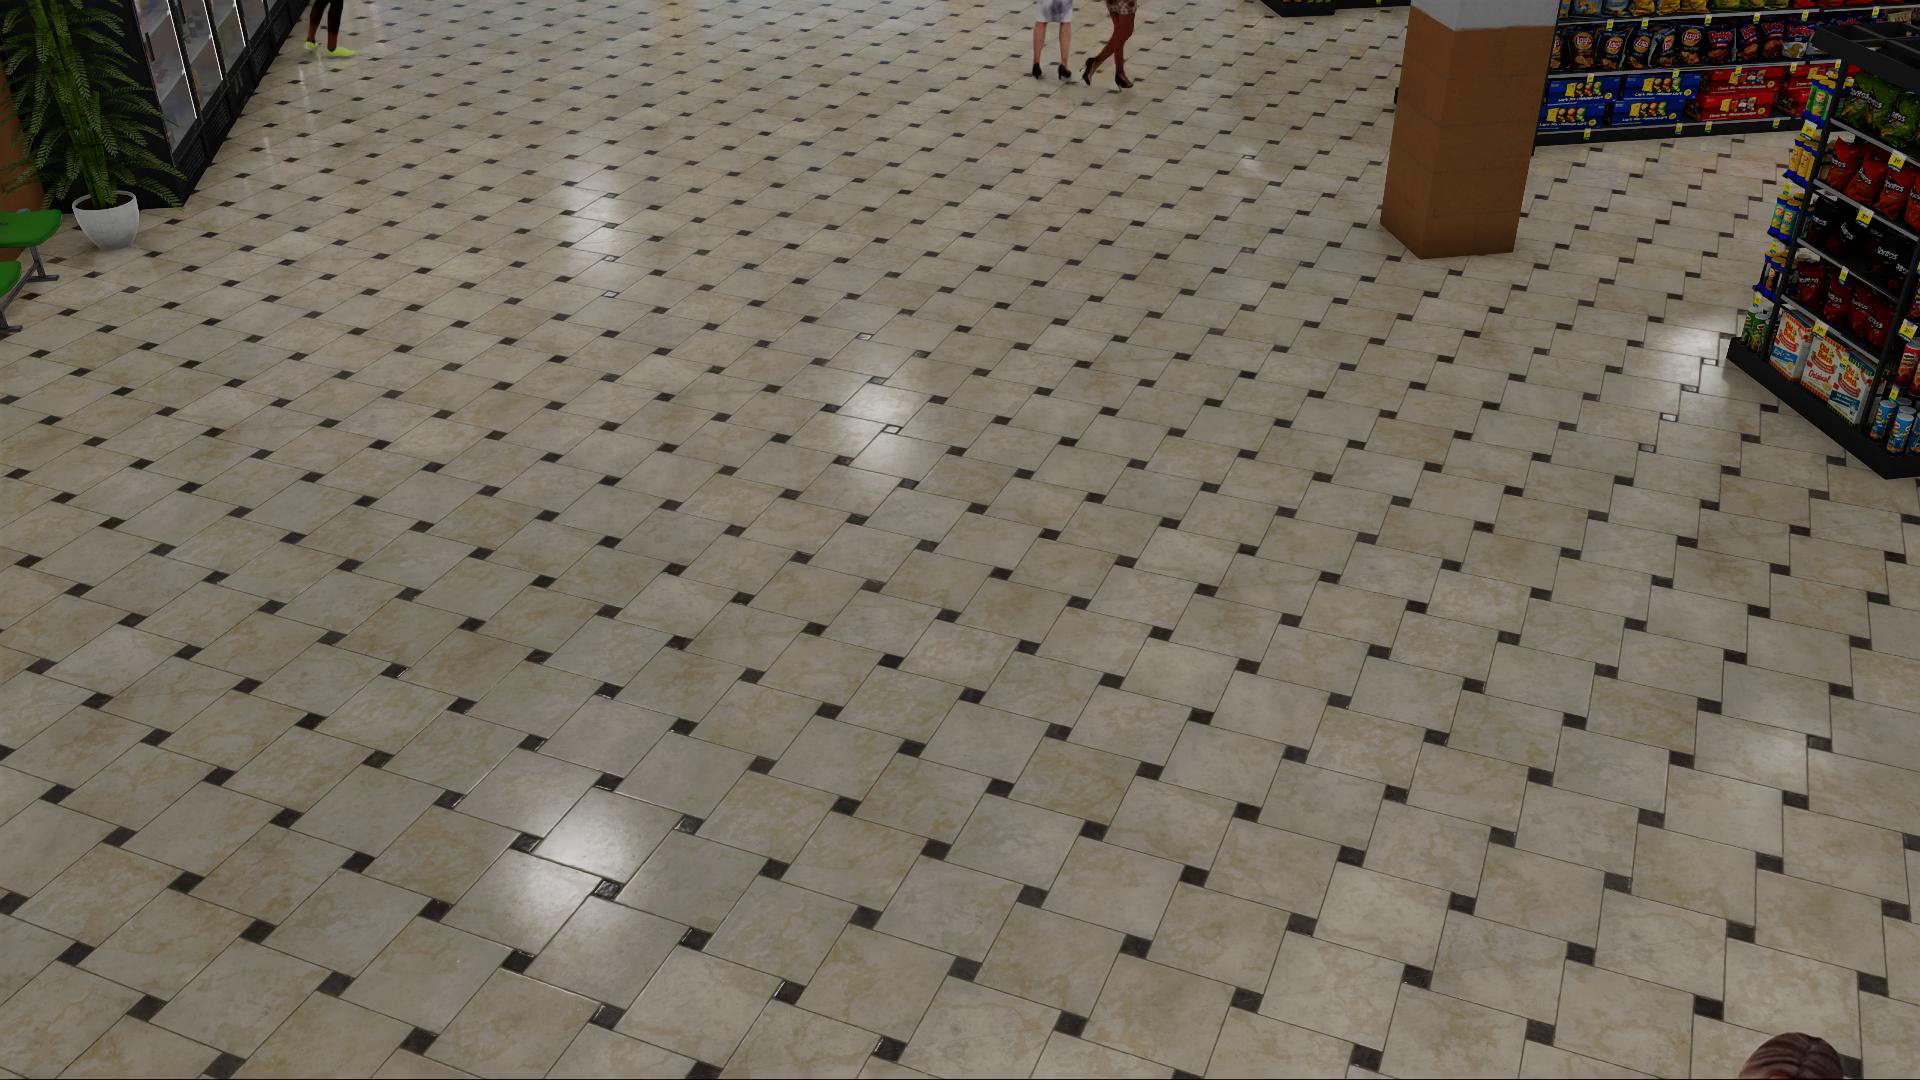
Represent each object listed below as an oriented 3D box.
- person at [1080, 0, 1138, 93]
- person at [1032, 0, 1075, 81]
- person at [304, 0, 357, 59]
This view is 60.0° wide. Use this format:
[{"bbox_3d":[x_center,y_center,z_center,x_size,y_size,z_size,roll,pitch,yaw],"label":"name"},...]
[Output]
[{"bbox_3d":[1.306,-4.651,14.150,0.989,1.761,0.870,-27,41,-36],"label":"person"},{"bbox_3d":[0.845,-4.952,14.655,0.624,1.738,0.720,6,32,9],"label":"person"},{"bbox_3d":[-5.840,-5.259,15.161,0.863,1.725,0.882,-28,41,-37],"label":"person"}]
